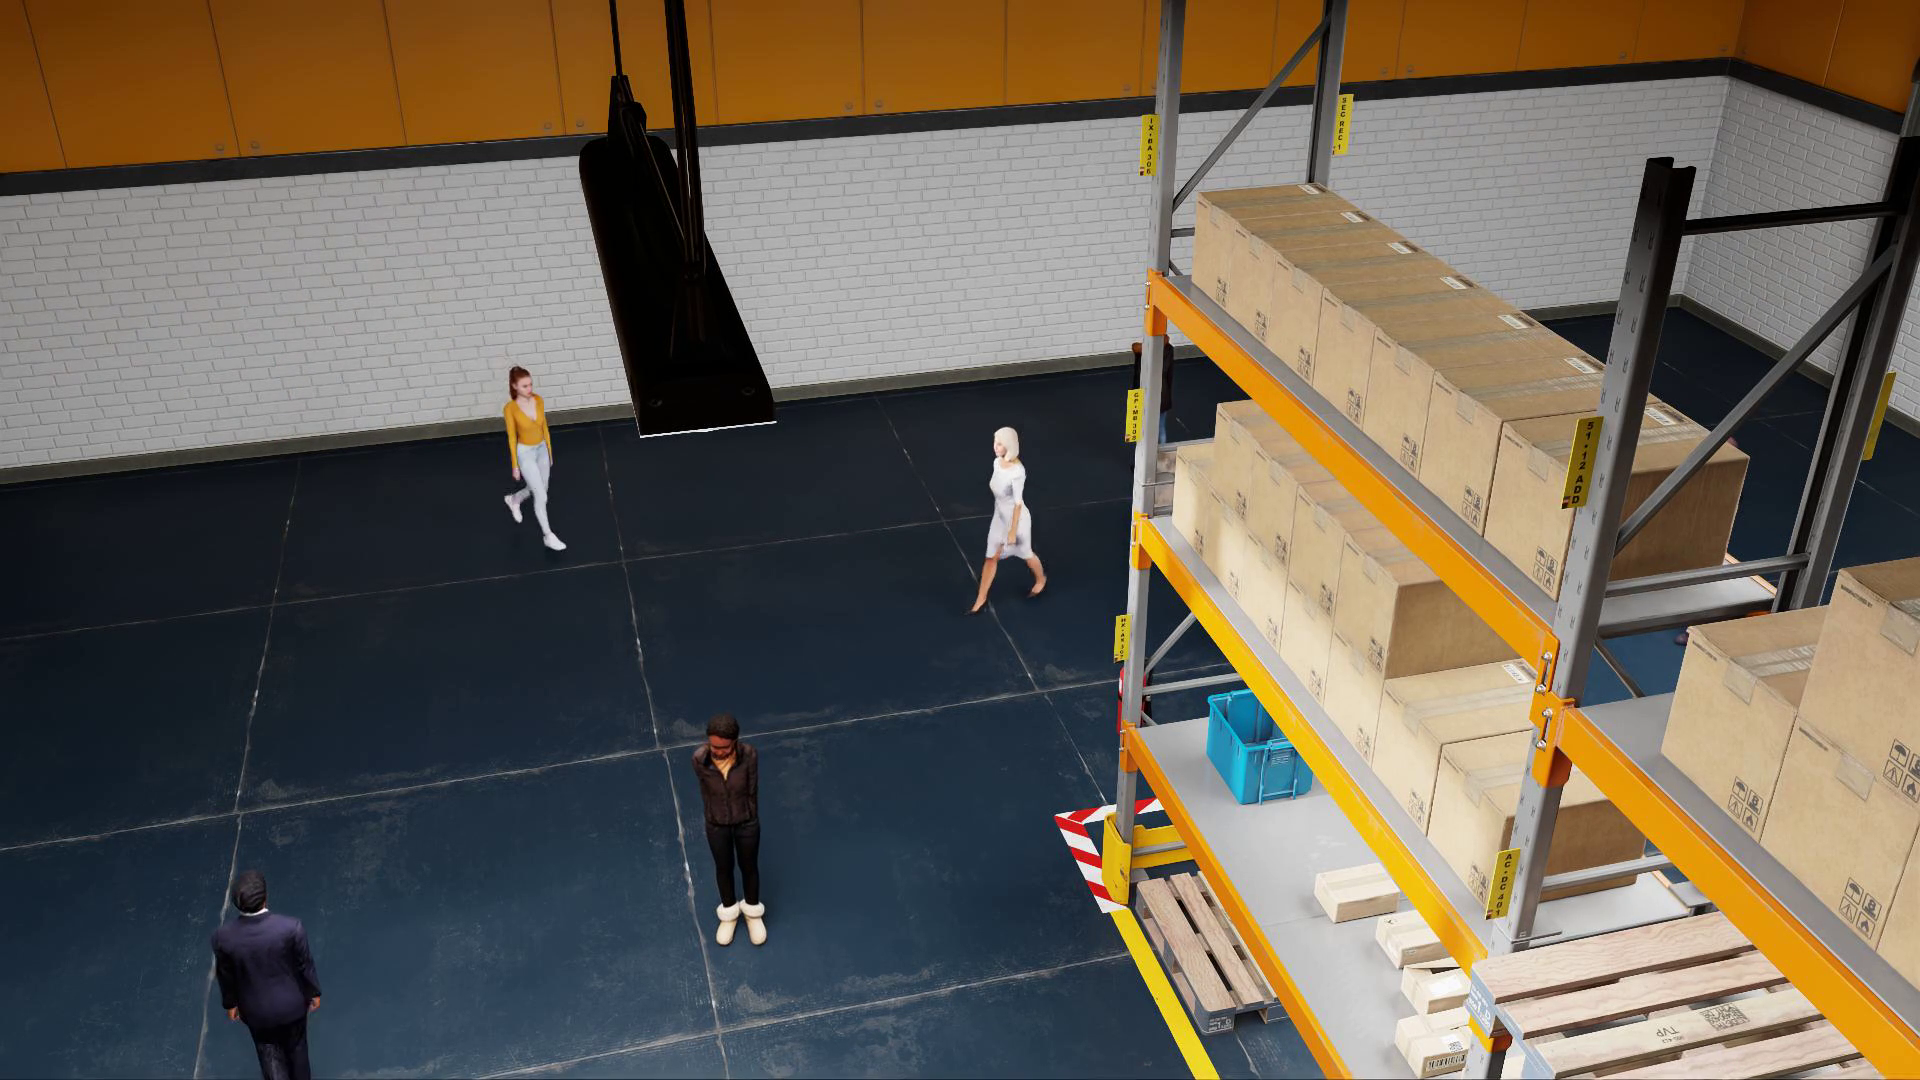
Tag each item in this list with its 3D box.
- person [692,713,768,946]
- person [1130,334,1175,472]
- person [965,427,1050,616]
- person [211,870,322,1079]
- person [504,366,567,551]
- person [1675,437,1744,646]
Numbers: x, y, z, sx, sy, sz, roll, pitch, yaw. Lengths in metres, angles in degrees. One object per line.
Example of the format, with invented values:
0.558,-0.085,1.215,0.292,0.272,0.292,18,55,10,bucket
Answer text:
-1.435,1.762,10.454,0.597,1.659,0.654,-4,29,-8,person
1.886,-1.414,16.302,0.648,1.636,0.623,-11,30,-19,person
0.493,-0.165,13.946,0.886,1.699,1.084,-17,33,-29,person
-3.707,2.545,8.958,0.646,1.718,0.806,-8,30,-14,person
-3.913,-0.756,14.997,1.102,1.730,0.978,21,35,33,person
6.072,-0.037,13.562,0.730,1.841,0.503,-7,29,-13,person
